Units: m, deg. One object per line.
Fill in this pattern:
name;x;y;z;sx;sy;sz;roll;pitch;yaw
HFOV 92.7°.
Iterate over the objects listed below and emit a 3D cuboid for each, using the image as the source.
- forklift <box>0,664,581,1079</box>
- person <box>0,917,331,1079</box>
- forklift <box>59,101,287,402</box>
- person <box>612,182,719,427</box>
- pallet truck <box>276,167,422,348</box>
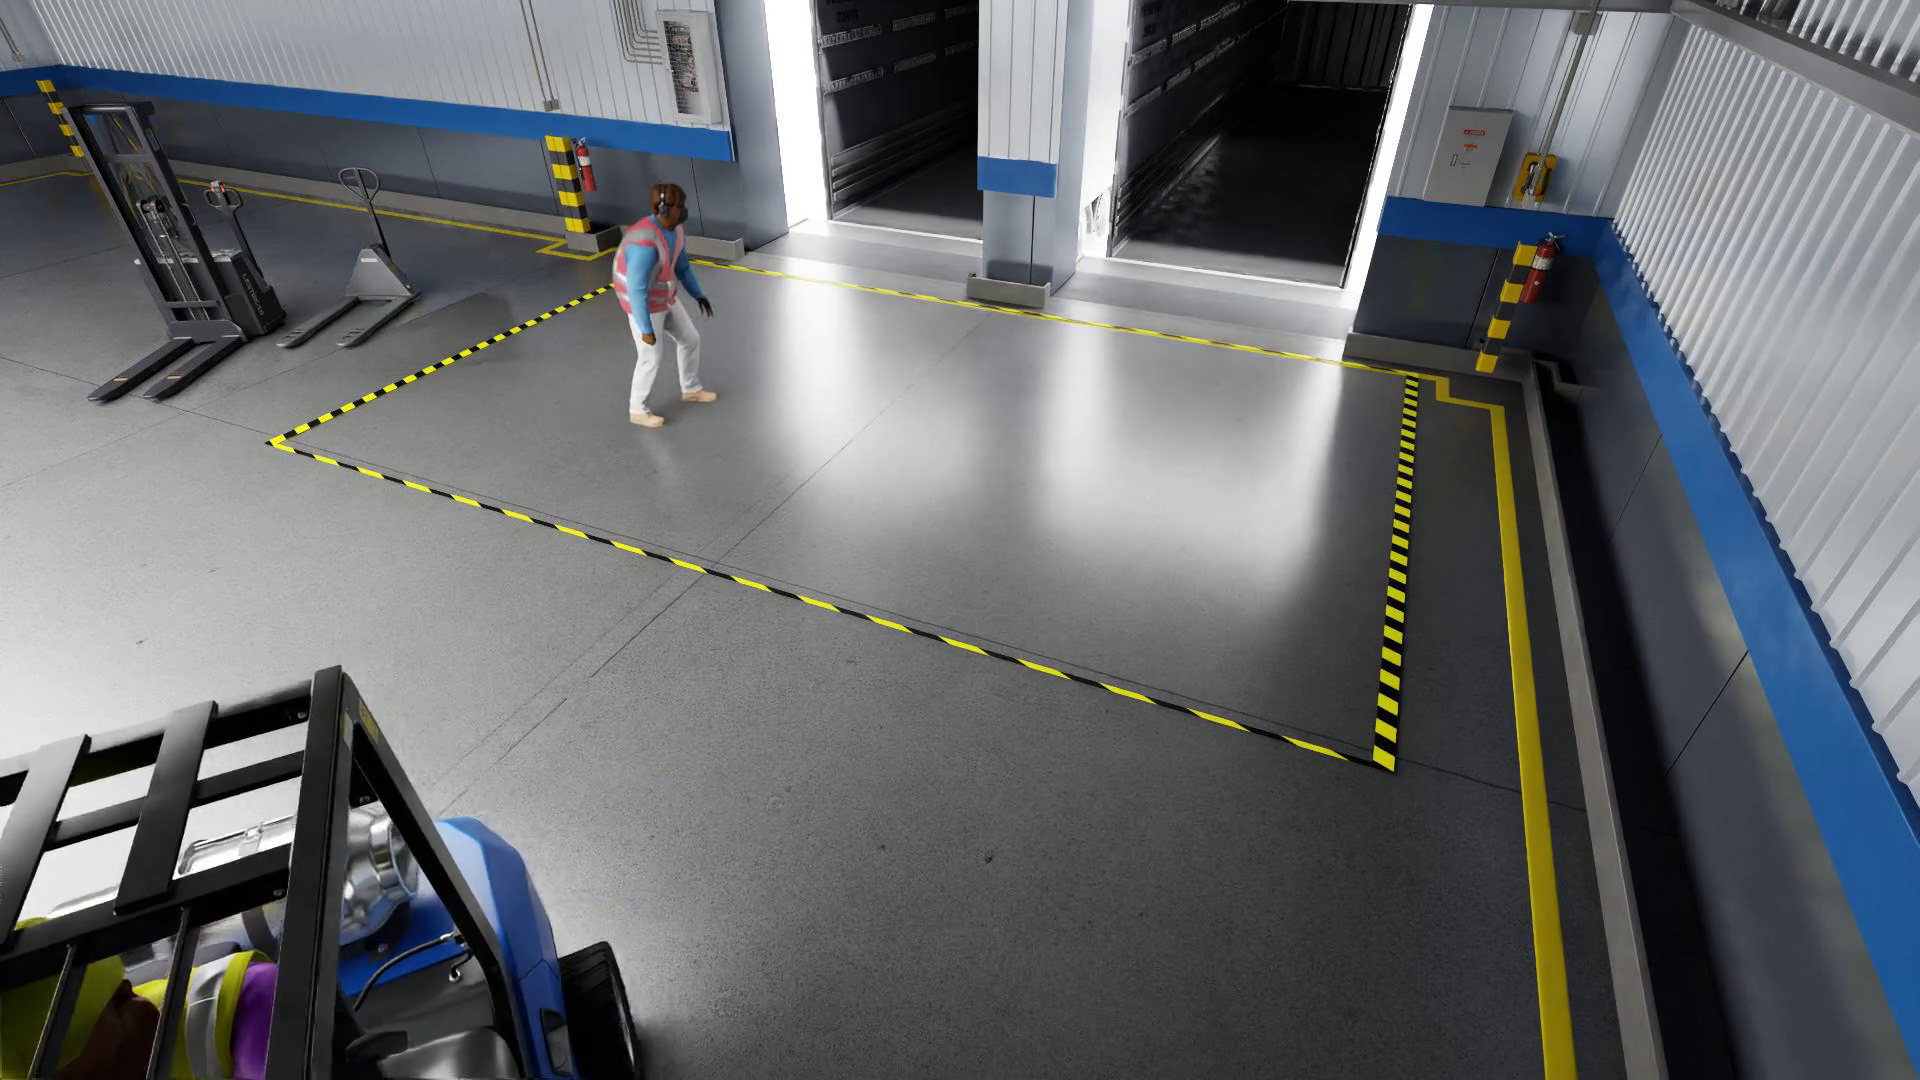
forklift;-1.332;1.452;1.633;1.157;2.036;2.680;-16;38;-21
person;-1.312;1.331;1.479;0.635;1.294;1.004;-16;38;-21
forklift;-6.686;-2.387;7.434;0.823;1.965;1.885;-3;35;-5
person;-2.198;-1.725;6.743;0.594;1.718;0.808;5;35;7
pallet truck;-5.732;-2.611;8.414;0.680;1.201;1.601;-1;35;-1
